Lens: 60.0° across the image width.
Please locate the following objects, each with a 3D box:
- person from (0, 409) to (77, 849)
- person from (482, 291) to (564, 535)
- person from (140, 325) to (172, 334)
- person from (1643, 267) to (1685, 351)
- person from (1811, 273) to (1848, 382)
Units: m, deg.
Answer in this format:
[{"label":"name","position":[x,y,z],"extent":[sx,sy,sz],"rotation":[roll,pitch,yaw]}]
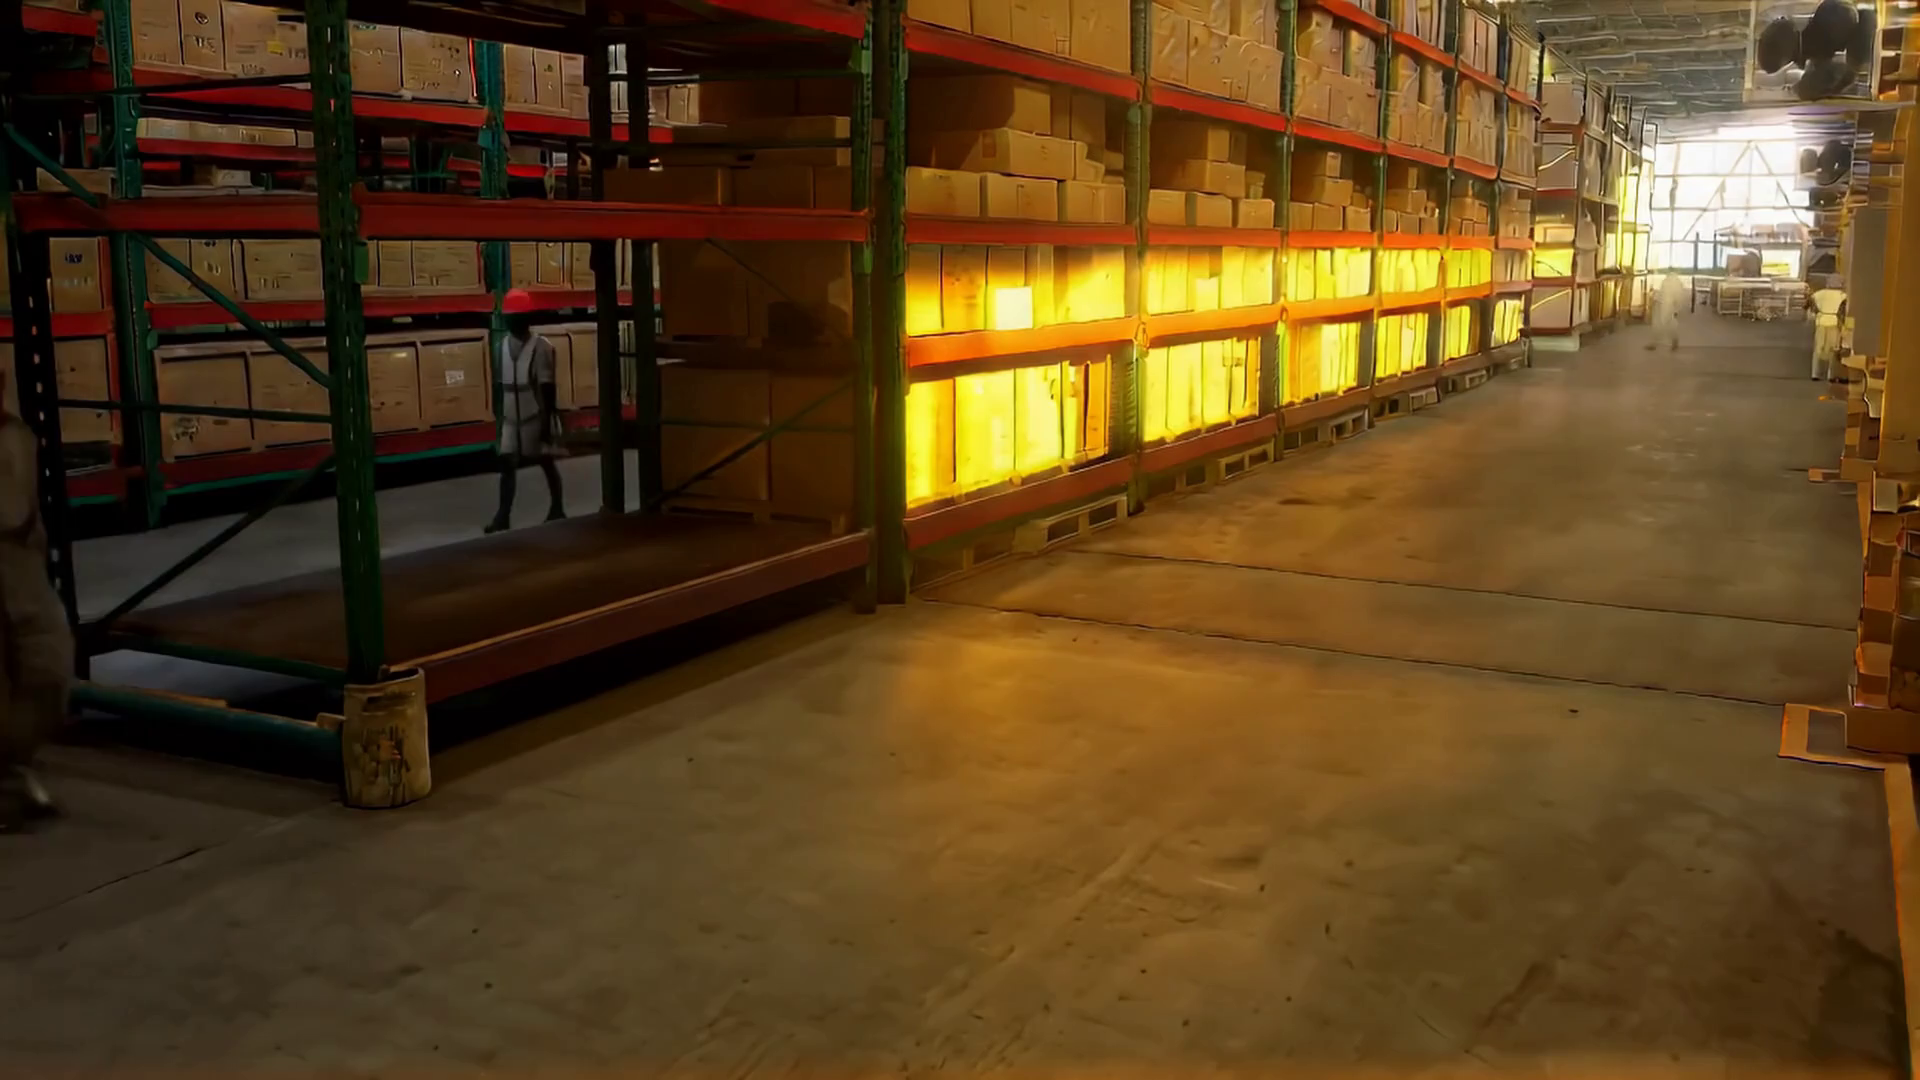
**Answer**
[{"label":"person","position":[-3.552,0.199,6.054],"extent":[0.434,1.892,0.653],"rotation":[5,11,25]},{"label":"person","position":[-3.352,-0.961,12.796],"extent":[0.561,1.884,0.980],"rotation":[3,10,18]},{"label":"person","position":[-8.689,-1.776,17.966],"extent":[0.496,1.721,0.483],"rotation":[4,11,23]},{"label":"person","position":[15.631,-5.094,36.770],"extent":[0.965,1.856,0.678],"rotation":[-5,11,-26]},{"label":"person","position":[14.674,-3.578,28.099],"extent":[0.388,1.837,0.560],"rotation":[-8,13,-40]}]
